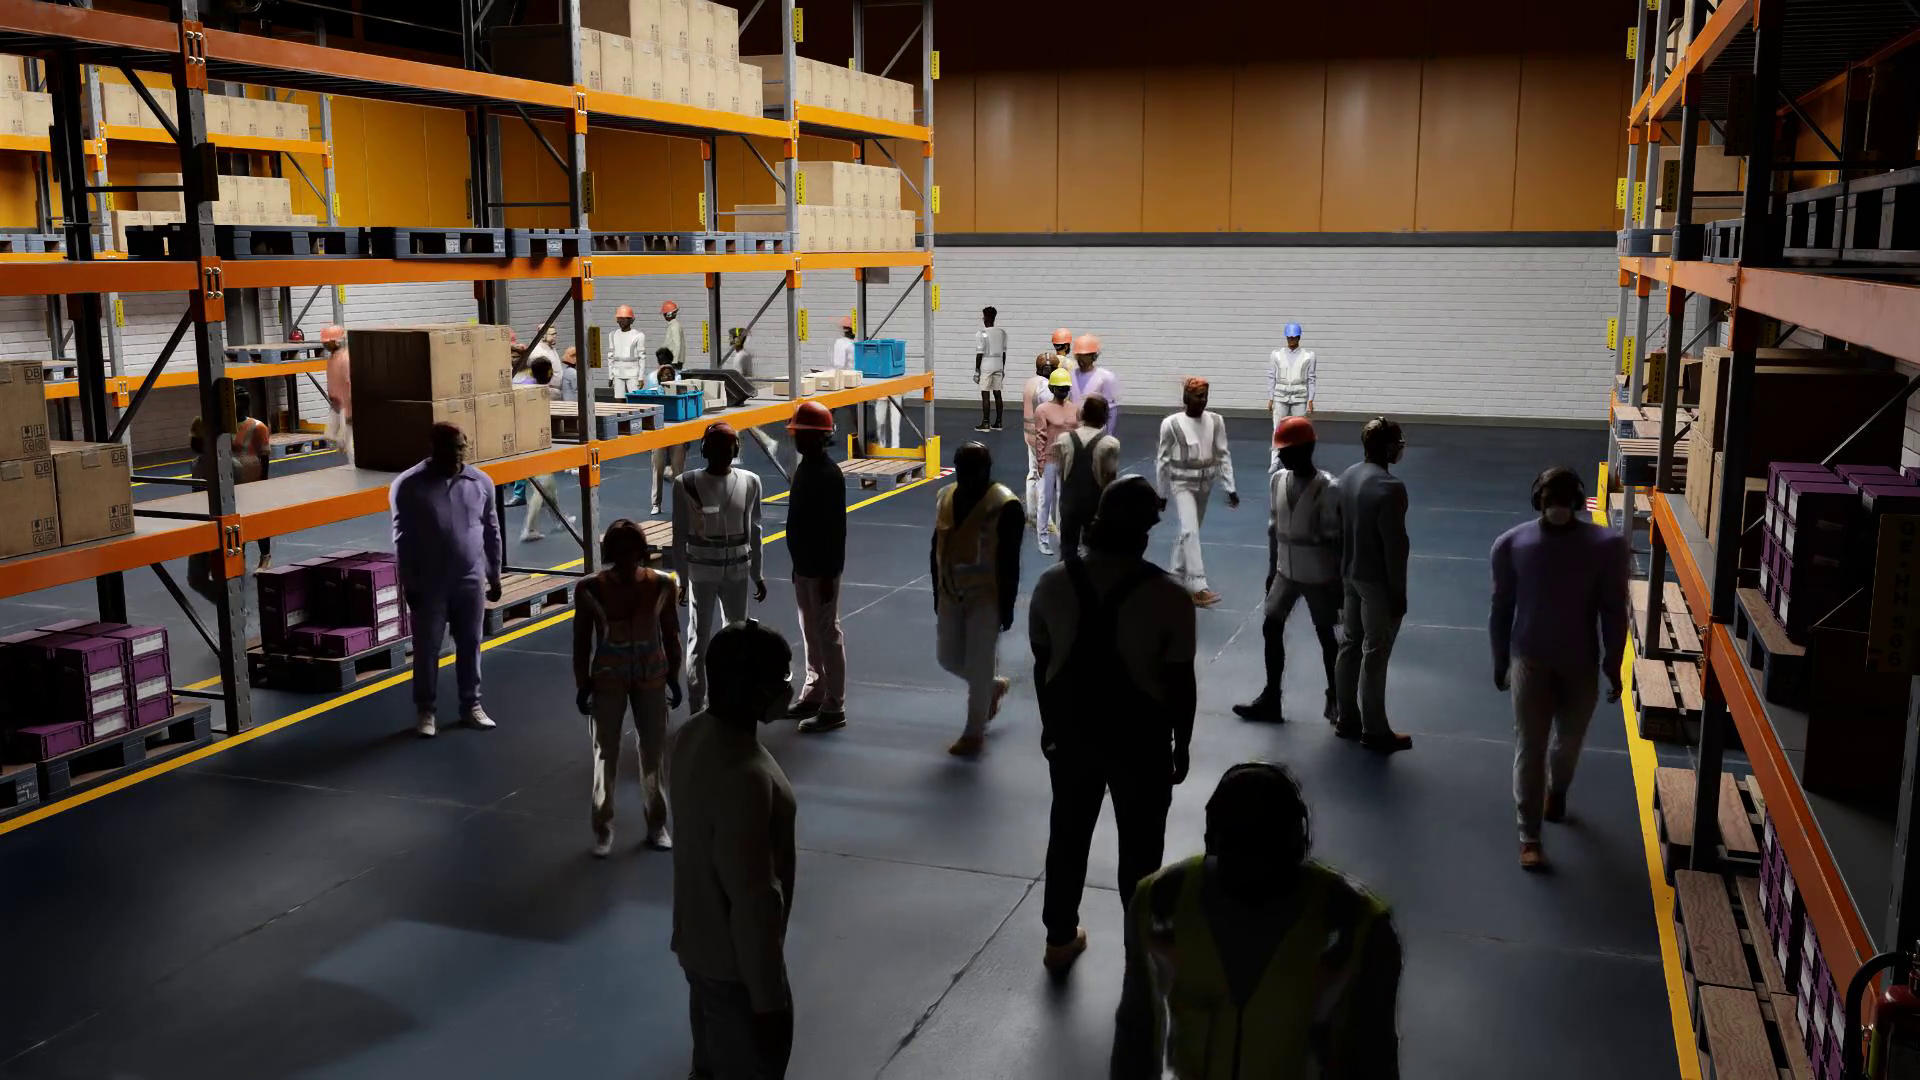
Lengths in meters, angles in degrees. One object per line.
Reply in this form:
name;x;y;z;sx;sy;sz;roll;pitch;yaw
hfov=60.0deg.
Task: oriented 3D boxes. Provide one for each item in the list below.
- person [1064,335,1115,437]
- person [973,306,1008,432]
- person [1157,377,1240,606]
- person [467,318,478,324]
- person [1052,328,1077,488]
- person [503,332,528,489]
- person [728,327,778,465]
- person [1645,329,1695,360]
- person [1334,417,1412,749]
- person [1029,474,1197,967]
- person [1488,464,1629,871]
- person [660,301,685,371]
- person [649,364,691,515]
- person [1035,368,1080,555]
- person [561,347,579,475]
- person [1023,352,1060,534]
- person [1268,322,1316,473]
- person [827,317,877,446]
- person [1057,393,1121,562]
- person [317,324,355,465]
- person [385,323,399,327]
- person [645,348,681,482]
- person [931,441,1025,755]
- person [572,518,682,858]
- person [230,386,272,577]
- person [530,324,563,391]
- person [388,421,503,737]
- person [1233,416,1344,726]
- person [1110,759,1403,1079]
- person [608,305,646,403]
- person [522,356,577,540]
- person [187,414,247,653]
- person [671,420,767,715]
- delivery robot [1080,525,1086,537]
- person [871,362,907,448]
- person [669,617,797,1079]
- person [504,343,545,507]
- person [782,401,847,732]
person;1.342;-1.174;17.581;0.627;1.996;1.056;7;12;34
person;0.469;-2.686;26.159;0.607;1.966;0.367;-8;13;-38
person;1.969;-0.392;13.570;0.578;1.841;0.921;-5;11;-27
person;-7.837;-2.689;26.745;0.593;1.747;0.554;1;10;6
person;1.217;-1.556;19.860;0.354;1.942;0.545;-10;14;-43
person;-5.493;-1.576;20.042;0.581;1.916;0.451;-8;13;-39
person;-2.840;-1.911;22.141;0.721;1.847;0.527;1;10;7
person;8.743;-1.664;20.574;0.654;1.905;0.406;2;10;10
person;2.416;0.247;9.716;0.372;1.940;0.631;-3;11;-18
person;0.636;0.731;6.700;0.688;2.000;0.539;5;11;26
person;2.880;0.561;8.077;0.632;1.909;0.977;3;10;16
person;-4.794;-2.990;27.810;0.400;1.987;0.612;-2;10;-11
person;-3.183;-1.093;18.091;0.519;1.645;0.307;-2;10;-10
person;0.938;-0.744;15.788;0.525;1.769;0.309;-7;12;-35
person;-4.930;-1.652;21.270;0.275;1.632;0.507;-6;12;-31
person;0.870;-0.988;16.948;0.429;1.841;0.634;-3;11;-17
person;4.233;-1.808;21.260;0.605;1.949;0.399;3;11;17
person;-1.670;-2.309;24.325;0.568;1.874;1.029;9;14;42
person;0.992;-0.204;12.643;0.496;1.798;0.809;3;11;17
person;-7.520;-1.629;20.168;0.450;1.971;0.637;-9;14;-42
person;-7.407;-1.888;21.832;0.644;1.907;0.399;3;10;15
person;-3.666;-1.562;20.702;0.548;1.641;0.885;2;10;10
person;0.114;0.313;9.707;0.633;1.817;0.587;8;13;38
person;-1.591;0.703;7.990;0.522;1.638;0.310;-3;11;-19
person;-6.343;-0.519;14.710;0.540;1.696;0.316;2;10;12
person;-5.389;-1.891;21.847;0.407;1.906;0.655;0;10;0
person;-3.045;0.229;9.952;0.657;1.895;0.415;-7;12;-34
person;2.092;0.197;10.121;0.553;1.906;0.611;-8;13;-40
person;0.660;1.362;3.767;0.647;1.825;0.728;4;11;19
person;-4.905;-2.424;24.450;0.608;2.048;0.365;3;11;17
person;-4.148;-0.928;16.689;0.515;1.816;0.997;5;11;25
person;-5.339;-0.052;11.998;0.487;1.733;0.401;4;11;20
person;-1.449;0.218;10.025;0.573;1.887;0.353;-5;11;-26
delivery robot;1.292;-0.292;16.383;0.477;0.478;0.707;4;11;21
person;-0.993;-1.998;23.240;0.519;1.615;0.680;-1;10;-3
person;-0.603;1.163;4.577;0.371;1.934;0.627;-4;11;-22
person;-4.841;-1.274;18.548;0.567;1.841;0.377;4;11;22
person;-0.881;0.153;10.079;0.372;1.996;0.620;-5;11;-26
